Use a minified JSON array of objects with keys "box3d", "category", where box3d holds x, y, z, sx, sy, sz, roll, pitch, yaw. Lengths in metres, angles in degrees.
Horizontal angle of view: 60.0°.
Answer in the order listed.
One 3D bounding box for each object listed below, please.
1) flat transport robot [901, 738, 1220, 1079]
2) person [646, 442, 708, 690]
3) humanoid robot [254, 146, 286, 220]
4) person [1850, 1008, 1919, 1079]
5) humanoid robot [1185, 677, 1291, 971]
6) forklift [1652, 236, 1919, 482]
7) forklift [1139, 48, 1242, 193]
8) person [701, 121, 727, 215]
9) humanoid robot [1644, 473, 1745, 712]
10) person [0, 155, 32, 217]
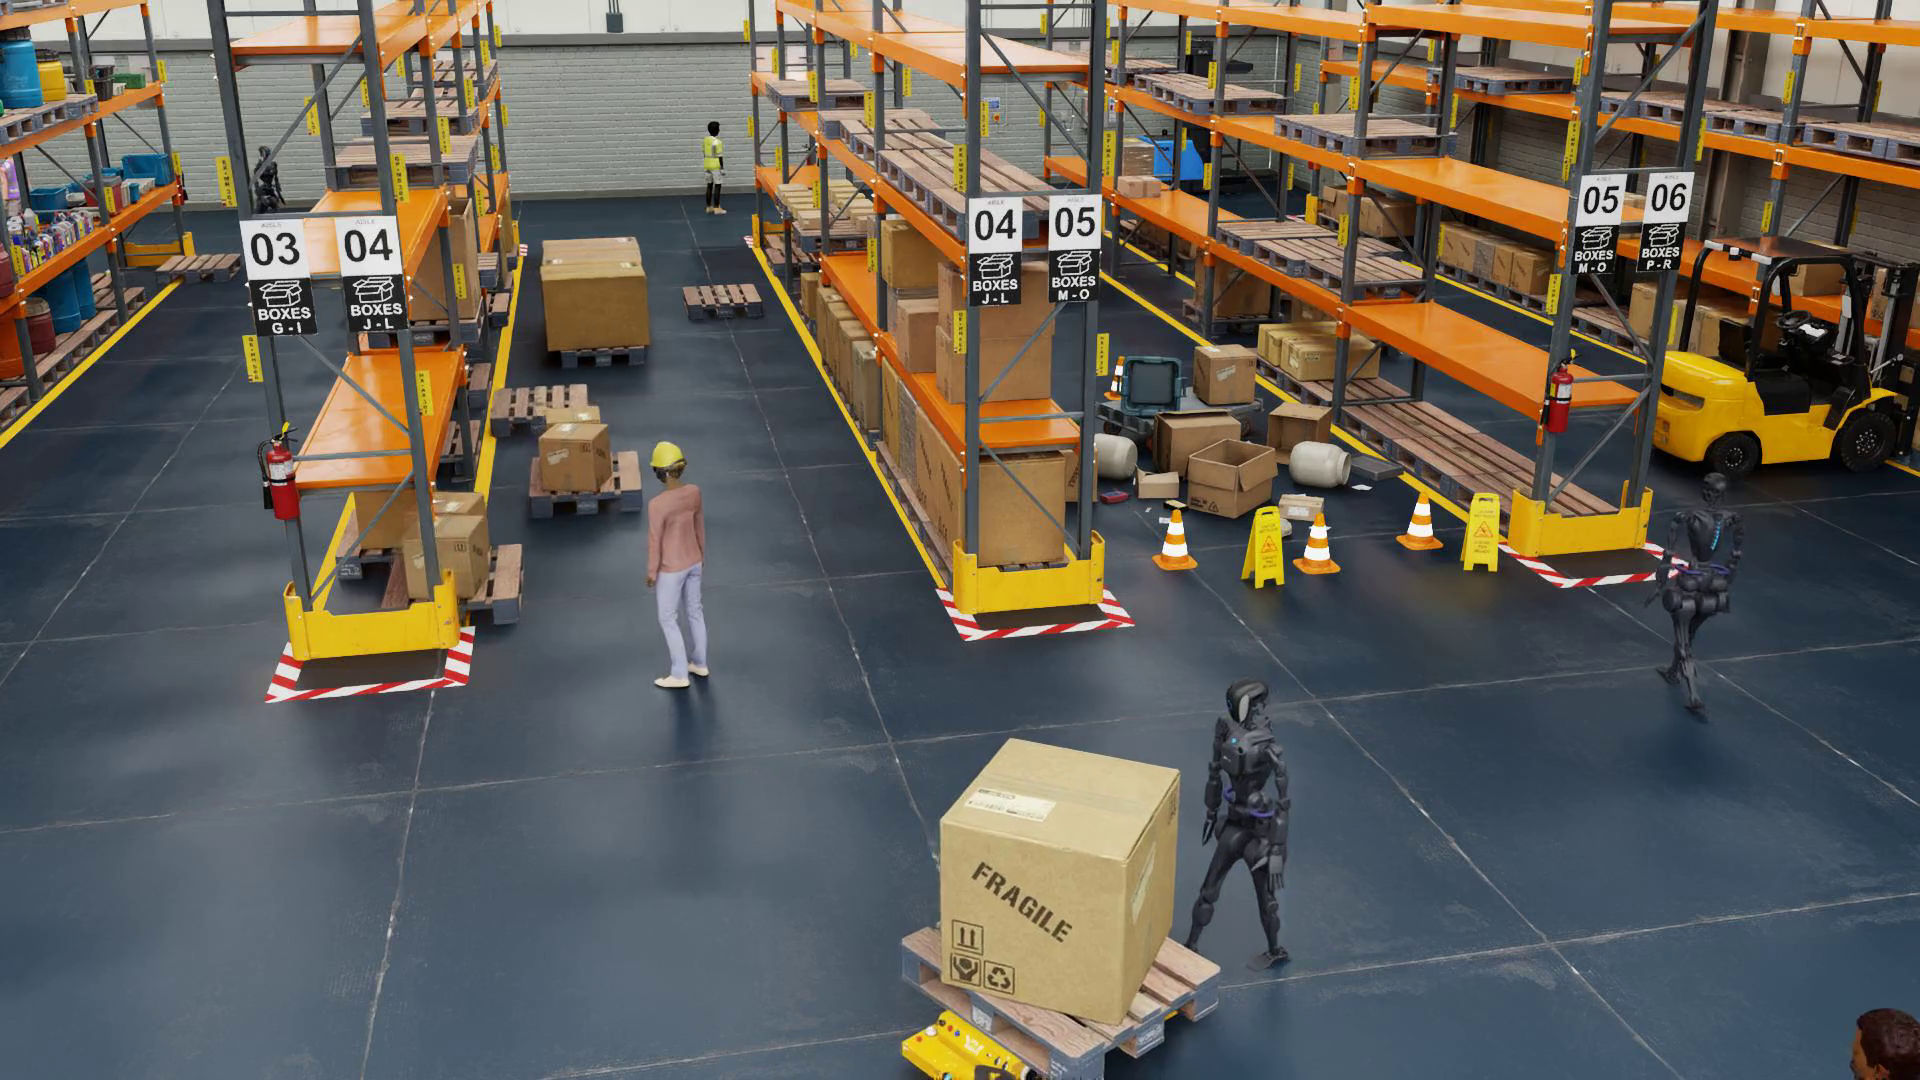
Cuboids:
[{"box3d":[0.459,2.279,8.066,1.431,0.231,0.659,-17,26,-39],"category":"flat transport robot"},{"box3d":[-1.981,0.171,11.603,0.342,1.758,0.531,11,23,28],"category":"person"},{"box3d":[-11.542,-5.751,27.734,0.783,1.623,0.609,7,21,17],"category":"humanoid robot"},{"box3d":[3.064,2.415,5.381,0.644,1.890,0.632,-19,27,-41],"category":"person"},{"box3d":[1.392,1.462,8.282,0.713,1.635,0.607,-12,23,-29],"category":"humanoid robot"},{"box3d":[8.013,-1.814,16.330,2.313,2.155,1.214,-4,21,-12],"category":"forklift"},{"box3d":[4.566,-8.313,32.860,1.873,2.768,1.129,-4,21,-12],"category":"forklift"},{"box3d":[-4.522,-6.841,30.586,0.537,1.686,0.321,17,27,39],"category":"person"},{"box3d":[5.037,0.340,11.363,0.583,1.644,0.780,-2,20,-4],"category":"humanoid robot"},{"box3d":[-15.367,-5.565,27.153,0.350,1.688,0.488,11,23,26],"category":"person"}]
